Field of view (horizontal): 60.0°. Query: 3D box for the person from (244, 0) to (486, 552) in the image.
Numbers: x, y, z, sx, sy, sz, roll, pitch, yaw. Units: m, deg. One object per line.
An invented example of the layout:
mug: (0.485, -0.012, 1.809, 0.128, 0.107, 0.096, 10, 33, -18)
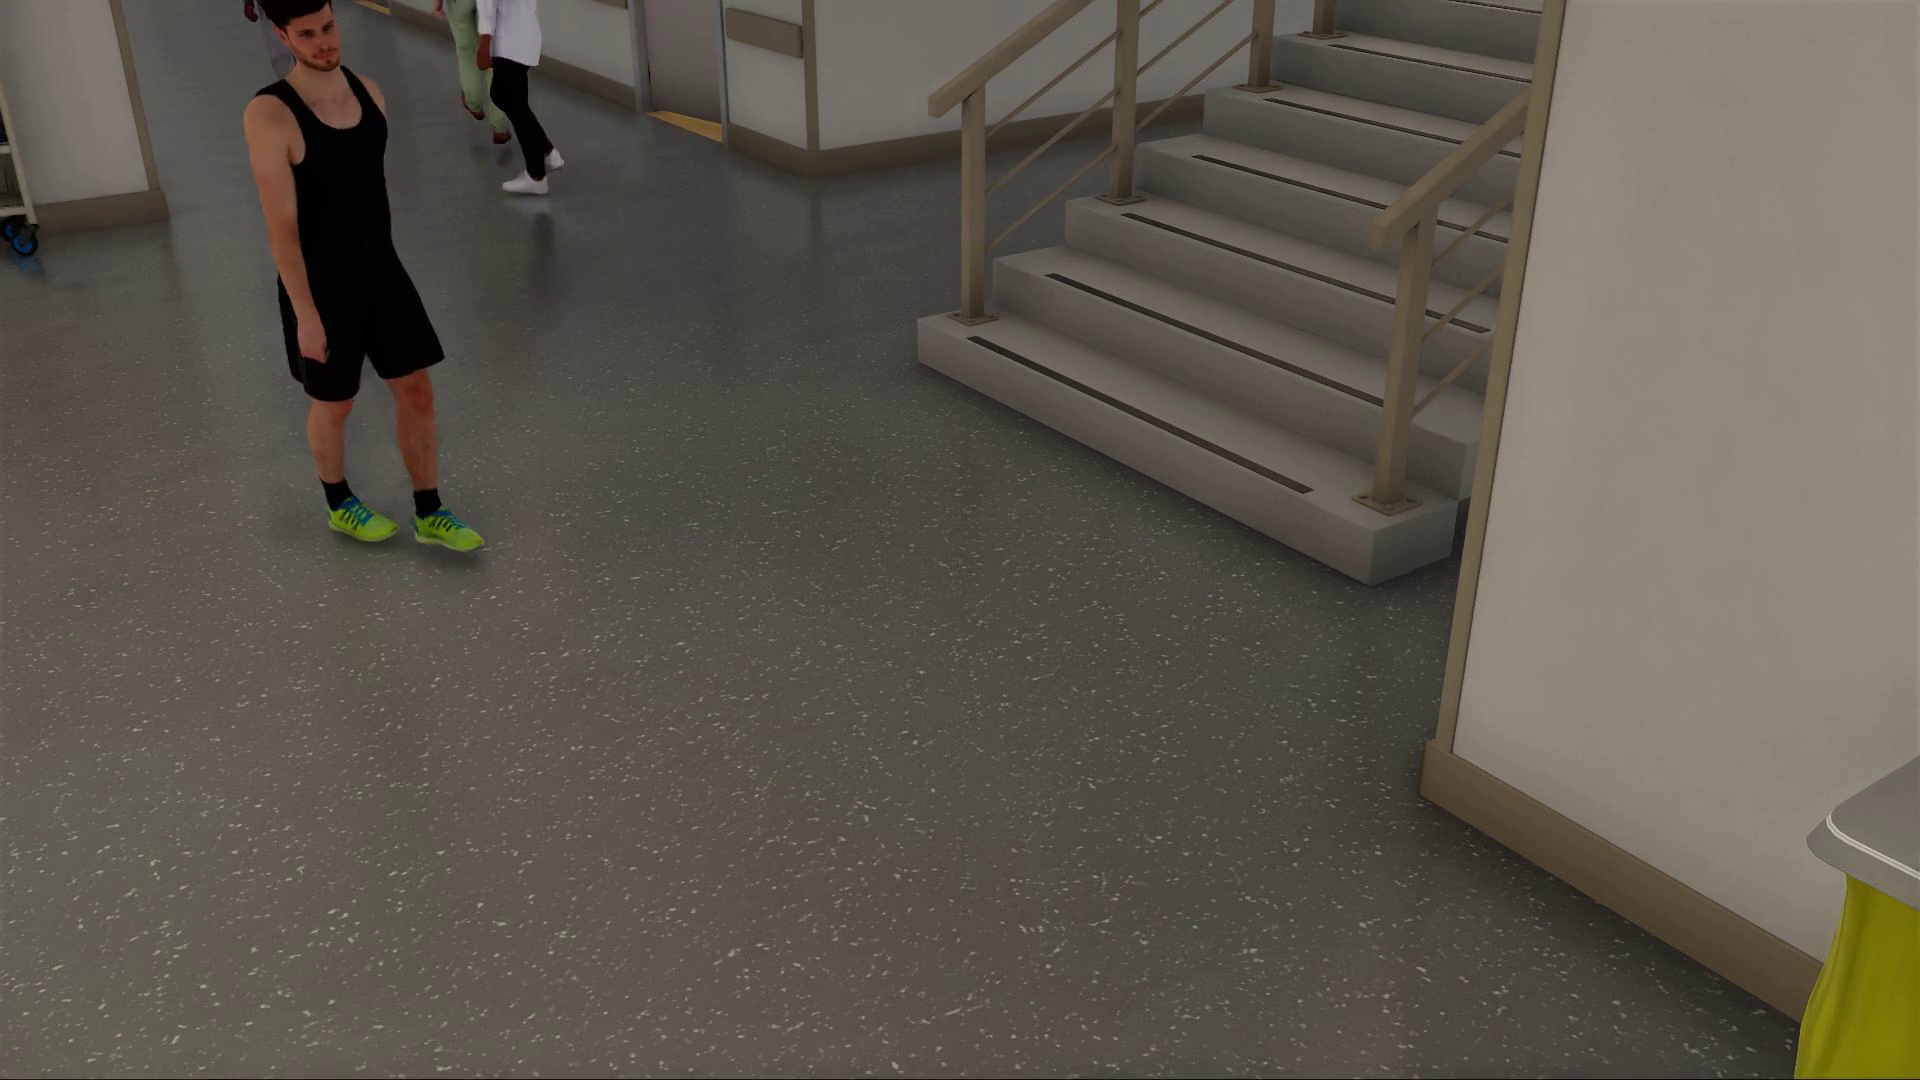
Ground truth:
person: (-1.961, -0.811, 5.205, 0.931, 1.842, 0.949, 11, 28, 21)

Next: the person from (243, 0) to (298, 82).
person: (-4.334, -3.466, 10.738, 0.873, 1.818, 0.759, -17, 31, -32)

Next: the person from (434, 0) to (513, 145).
person: (-3.120, -3.447, 10.709, 1.295, 1.809, 1.045, -7, 27, -14)

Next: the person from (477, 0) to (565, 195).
person: (-2.495, -2.888, 9.566, 0.834, 1.796, 0.781, 2, 26, 5)
